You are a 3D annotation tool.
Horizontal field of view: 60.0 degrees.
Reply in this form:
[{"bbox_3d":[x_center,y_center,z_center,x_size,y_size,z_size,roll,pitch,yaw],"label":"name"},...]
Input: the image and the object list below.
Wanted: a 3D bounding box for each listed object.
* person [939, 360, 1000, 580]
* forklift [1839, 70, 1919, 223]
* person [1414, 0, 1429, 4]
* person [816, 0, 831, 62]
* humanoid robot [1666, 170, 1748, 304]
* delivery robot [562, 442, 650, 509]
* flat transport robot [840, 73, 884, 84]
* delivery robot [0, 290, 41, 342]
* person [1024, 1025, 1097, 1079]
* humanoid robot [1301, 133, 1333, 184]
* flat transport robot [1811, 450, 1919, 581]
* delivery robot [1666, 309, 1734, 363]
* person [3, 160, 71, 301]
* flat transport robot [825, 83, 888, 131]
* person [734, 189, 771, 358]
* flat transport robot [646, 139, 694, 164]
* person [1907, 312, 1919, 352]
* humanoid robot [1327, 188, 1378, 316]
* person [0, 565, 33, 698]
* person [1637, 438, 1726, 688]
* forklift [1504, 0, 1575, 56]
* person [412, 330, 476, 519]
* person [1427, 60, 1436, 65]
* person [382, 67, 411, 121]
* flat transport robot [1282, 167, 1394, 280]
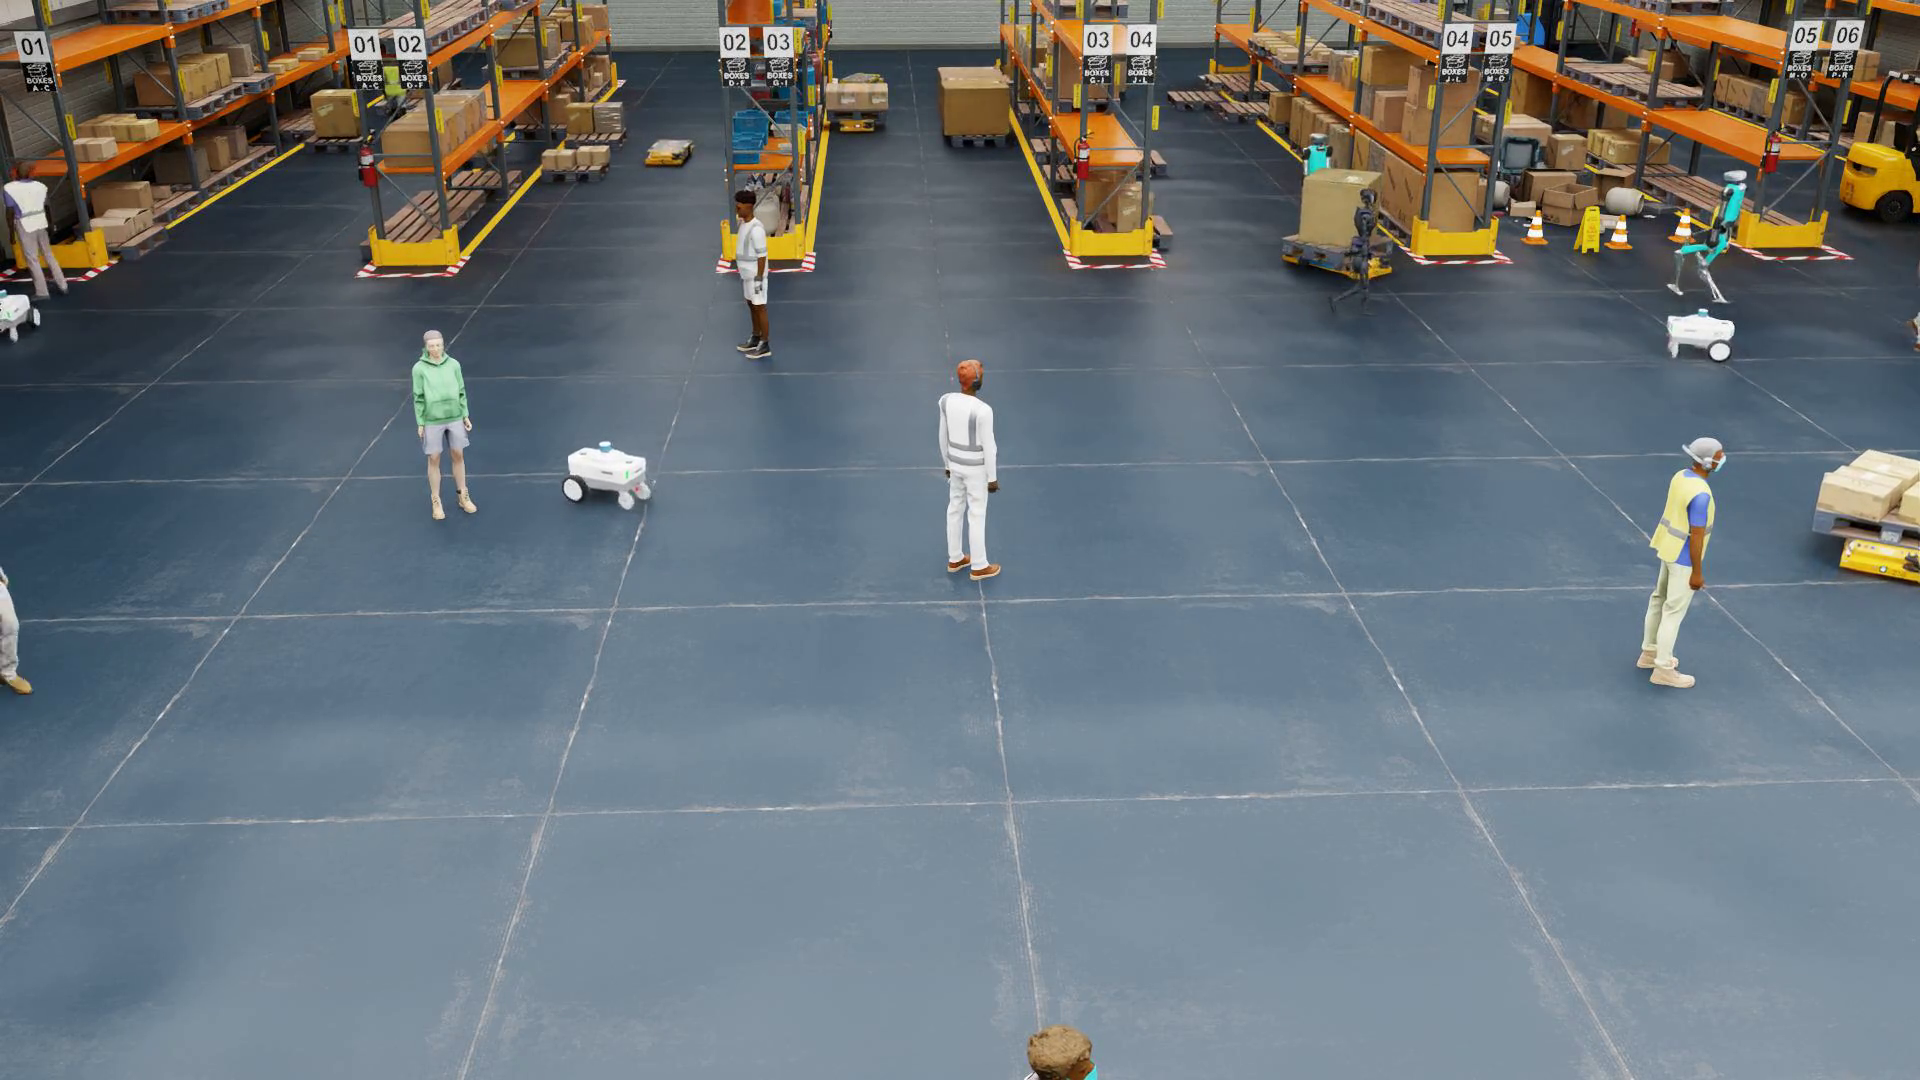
[{"bbox_3d":[0.082,-0.584,13.803,0.573,1.882,0.355,21,31,38],"label":"person"},{"bbox_3d":[15.132,-6.143,25.915,2.313,2.155,1.214,-1,24,-2],"label":"forklift"},{"bbox_3d":[11.598,-13.021,41.849,0.374,1.796,0.605,-19,30,-36],"label":"person"},{"bbox_3d":[-3.555,-12.782,41.367,0.739,1.736,0.551,-8,25,-16],"label":"person"},{"bbox_3d":[9.644,-3.949,21.596,0.530,1.771,1.007,-20,31,-38],"label":"humanoid robot"},{"bbox_3d":[-3.298,-0.635,15.515,0.747,0.568,0.499,10,26,22],"label":"delivery robot"},{"bbox_3d":[-2.255,-10.444,37.940,0.659,0.231,1.431,6,25,13],"label":"flat transport robot"},{"bbox_3d":[-11.633,-2.757,20.318,0.499,0.596,0.775,-4,24,-8],"label":"delivery robot"},{"bbox_3d":[0.353,2.667,6.457,0.377,1.917,0.489,-2,24,-4],"label":"person"},{"bbox_3d":[5.146,-4.772,23.422,0.531,1.812,0.726,-15,28,-29],"label":"humanoid robot"},{"bbox_3d":[8.129,-0.024,14.527,0.659,0.231,1.431,13,27,27],"label":"flat transport robot"},{"bbox_3d":[8.705,-2.411,19.530,0.759,0.588,0.521,7,25,16],"label":"delivery robot"},{"bbox_3d":[-11.998,-4.002,21.586,0.385,1.810,0.649,10,26,22],"label":"person"},{"bbox_3d":[-2.051,-8.384,33.311,0.659,0.231,1.431,-1,24,-2],"label":"flat transport robot"},{"bbox_3d":[-2.419,-3.104,19.362,0.374,1.966,0.604,-9,26,-20],"label":"person"},{"bbox_3d":[-5.302,-7.098,30.422,0.659,0.231,1.431,0,24,1],"label":"flat transport robot"},{"bbox_3d":[11.462,-3.110,19.449,0.638,1.913,0.516,-7,25,-16],"label":"person"},{"bbox_3d":[4.981,-3.614,20.888,0.616,1.638,0.588,6,25,13],"label":"humanoid robot"},{"bbox_3d":[-7.025,0.308,11.808,0.616,1.871,0.597,15,28,29],"label":"person"},{"bbox_3d":[5.259,0.149,12.145,0.402,1.893,0.532,1,24,3],"label":"person"},{"bbox_3d":[14.700,-13.805,42.301,1.873,2.768,1.129,-1,24,-2],"label":"forklift"},{"bbox_3d":[-4.673,-1.057,15.036,0.474,1.742,0.340,-14,27,-28],"label":"person"},{"bbox_3d":[9.234,-8.864,32.440,0.412,1.855,0.530,-1,24,-1],"label":"person"},{"bbox_3d":[-10.932,-8.660,32.213,0.529,1.659,0.840,-3,24,-7],"label":"person"},{"bbox_3d":[5.269,-3.911,23.260,0.659,0.231,1.431,-17,29,-34],"label":"flat transport robot"}]
